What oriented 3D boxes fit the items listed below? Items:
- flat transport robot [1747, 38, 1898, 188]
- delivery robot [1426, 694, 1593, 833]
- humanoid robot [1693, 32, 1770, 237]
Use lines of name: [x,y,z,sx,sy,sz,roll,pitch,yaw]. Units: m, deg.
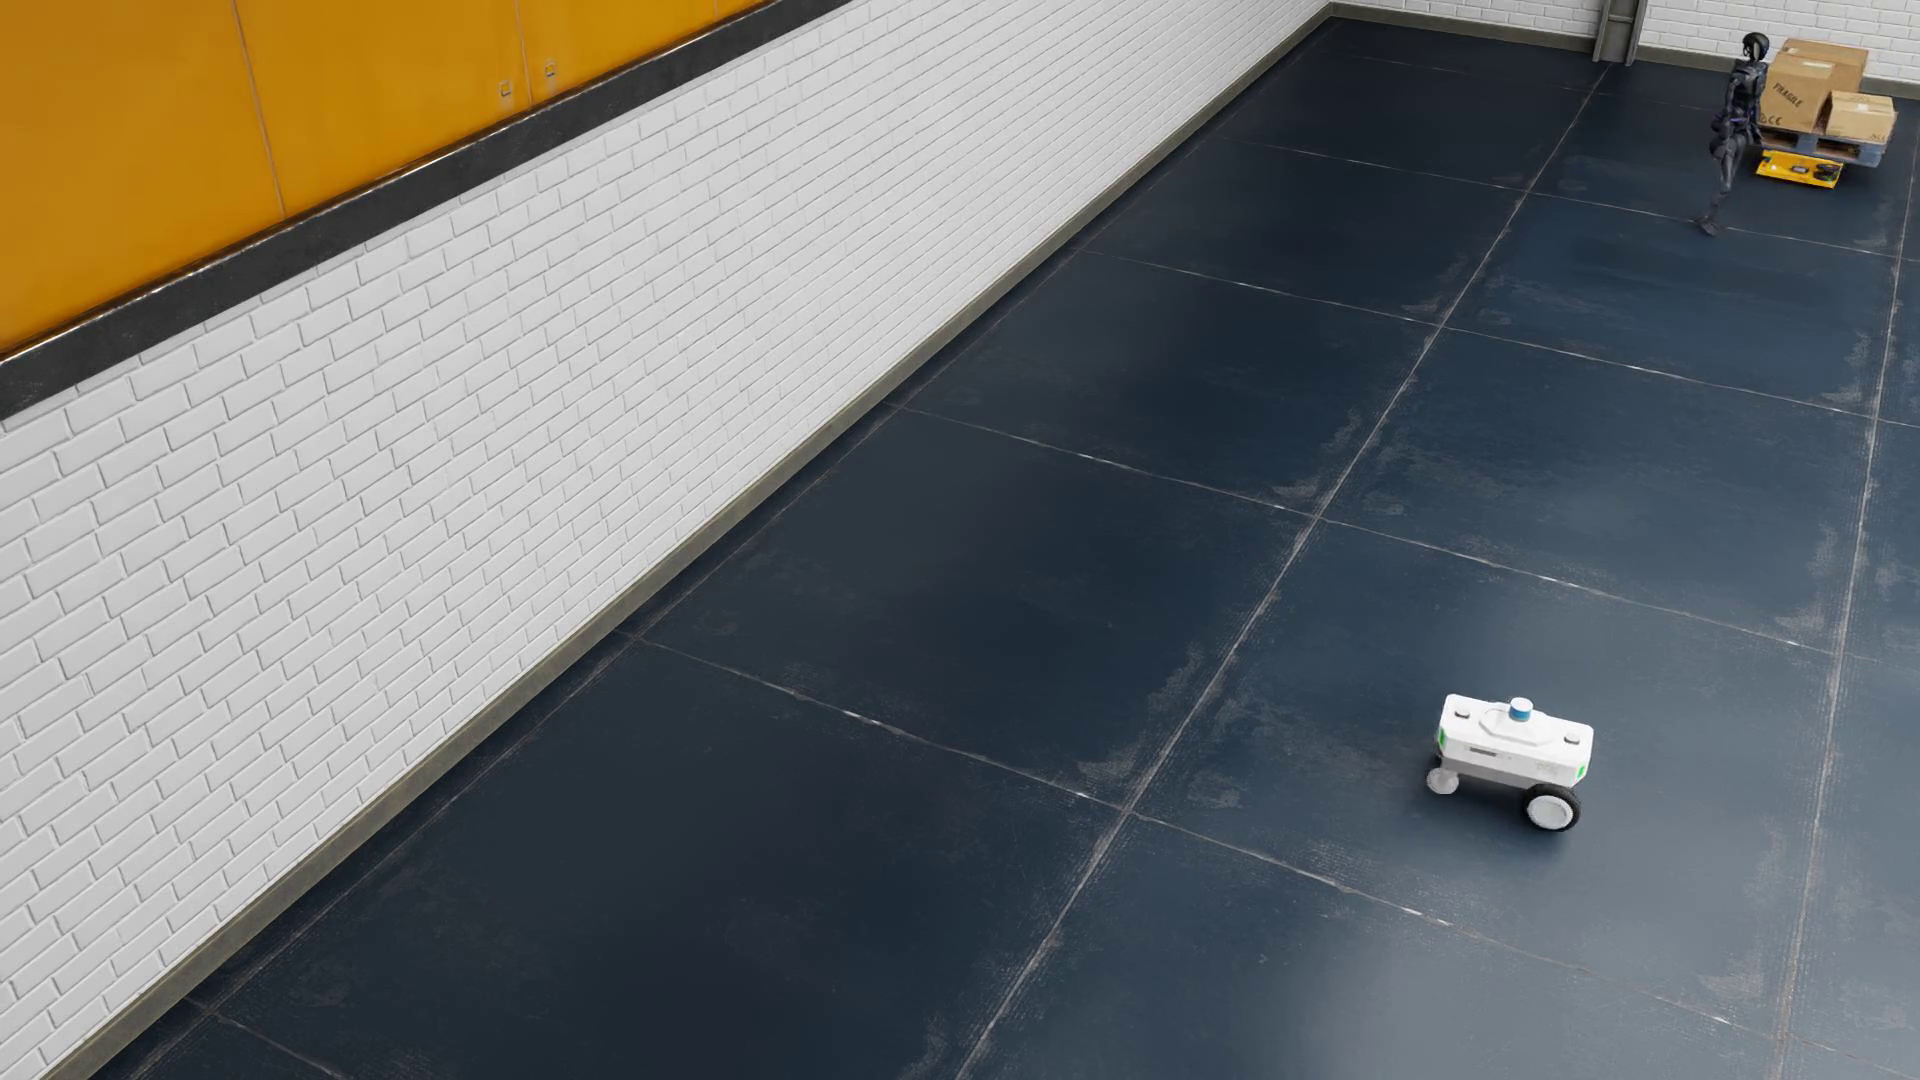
flat transport robot: [7.839,-3.604,15.340,0.659,0.231,1.431,19,38,26]
delivery robot: [2.731,1.050,8.175,0.807,0.613,0.499,13,36,18]
humanoid robot: [6.395,-3.349,13.694,0.590,1.655,0.333,-25,41,-32]
